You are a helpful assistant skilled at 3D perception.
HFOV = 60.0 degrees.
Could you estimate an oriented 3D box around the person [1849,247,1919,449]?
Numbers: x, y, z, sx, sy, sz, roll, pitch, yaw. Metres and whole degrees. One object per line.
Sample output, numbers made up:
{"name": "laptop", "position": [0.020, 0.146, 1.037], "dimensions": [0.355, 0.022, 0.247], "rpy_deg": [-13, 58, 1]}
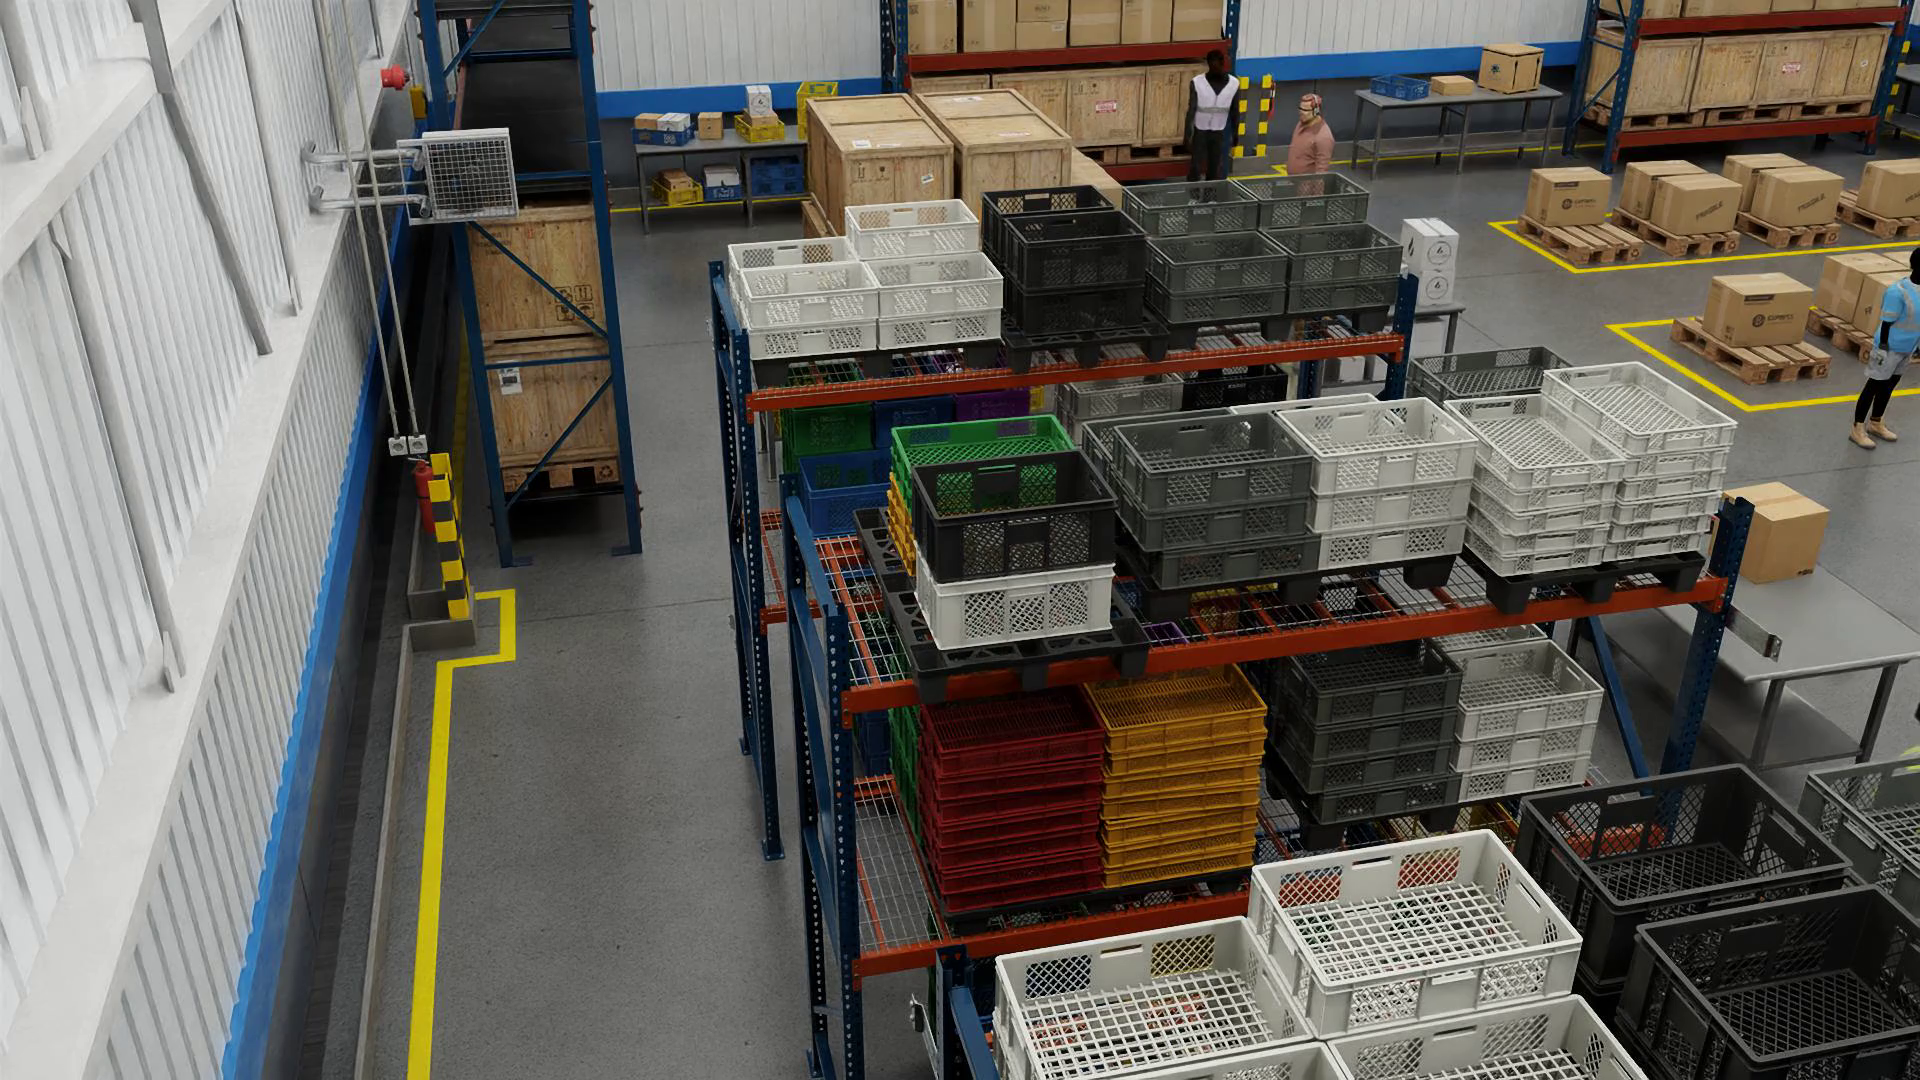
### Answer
{"name": "person", "position": [7.609, -1.577, 13.494], "dimensions": [0.533, 1.692, 0.319], "rpy_deg": [-15, 31, -26]}

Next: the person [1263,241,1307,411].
{"name": "person", "position": [2.612, -1.557, 13.269], "dimensions": [0.309, 1.868, 0.535], "rpy_deg": [-8, 29, -15]}

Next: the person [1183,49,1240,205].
{"name": "person", "position": [2.893, -4.740, 19.277], "dimensions": [0.658, 1.902, 0.410], "rpy_deg": [-4, 28, -7]}

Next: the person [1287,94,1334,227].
{"name": "person", "position": [3.569, -3.675, 17.263], "dimensions": [0.396, 1.899, 0.656], "rpy_deg": [-6, 28, -11]}

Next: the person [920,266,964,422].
{"name": "person", "position": [-0.144, -1.167, 12.516], "dimensions": [0.353, 1.883, 0.578], "rpy_deg": [9, 29, 16]}
